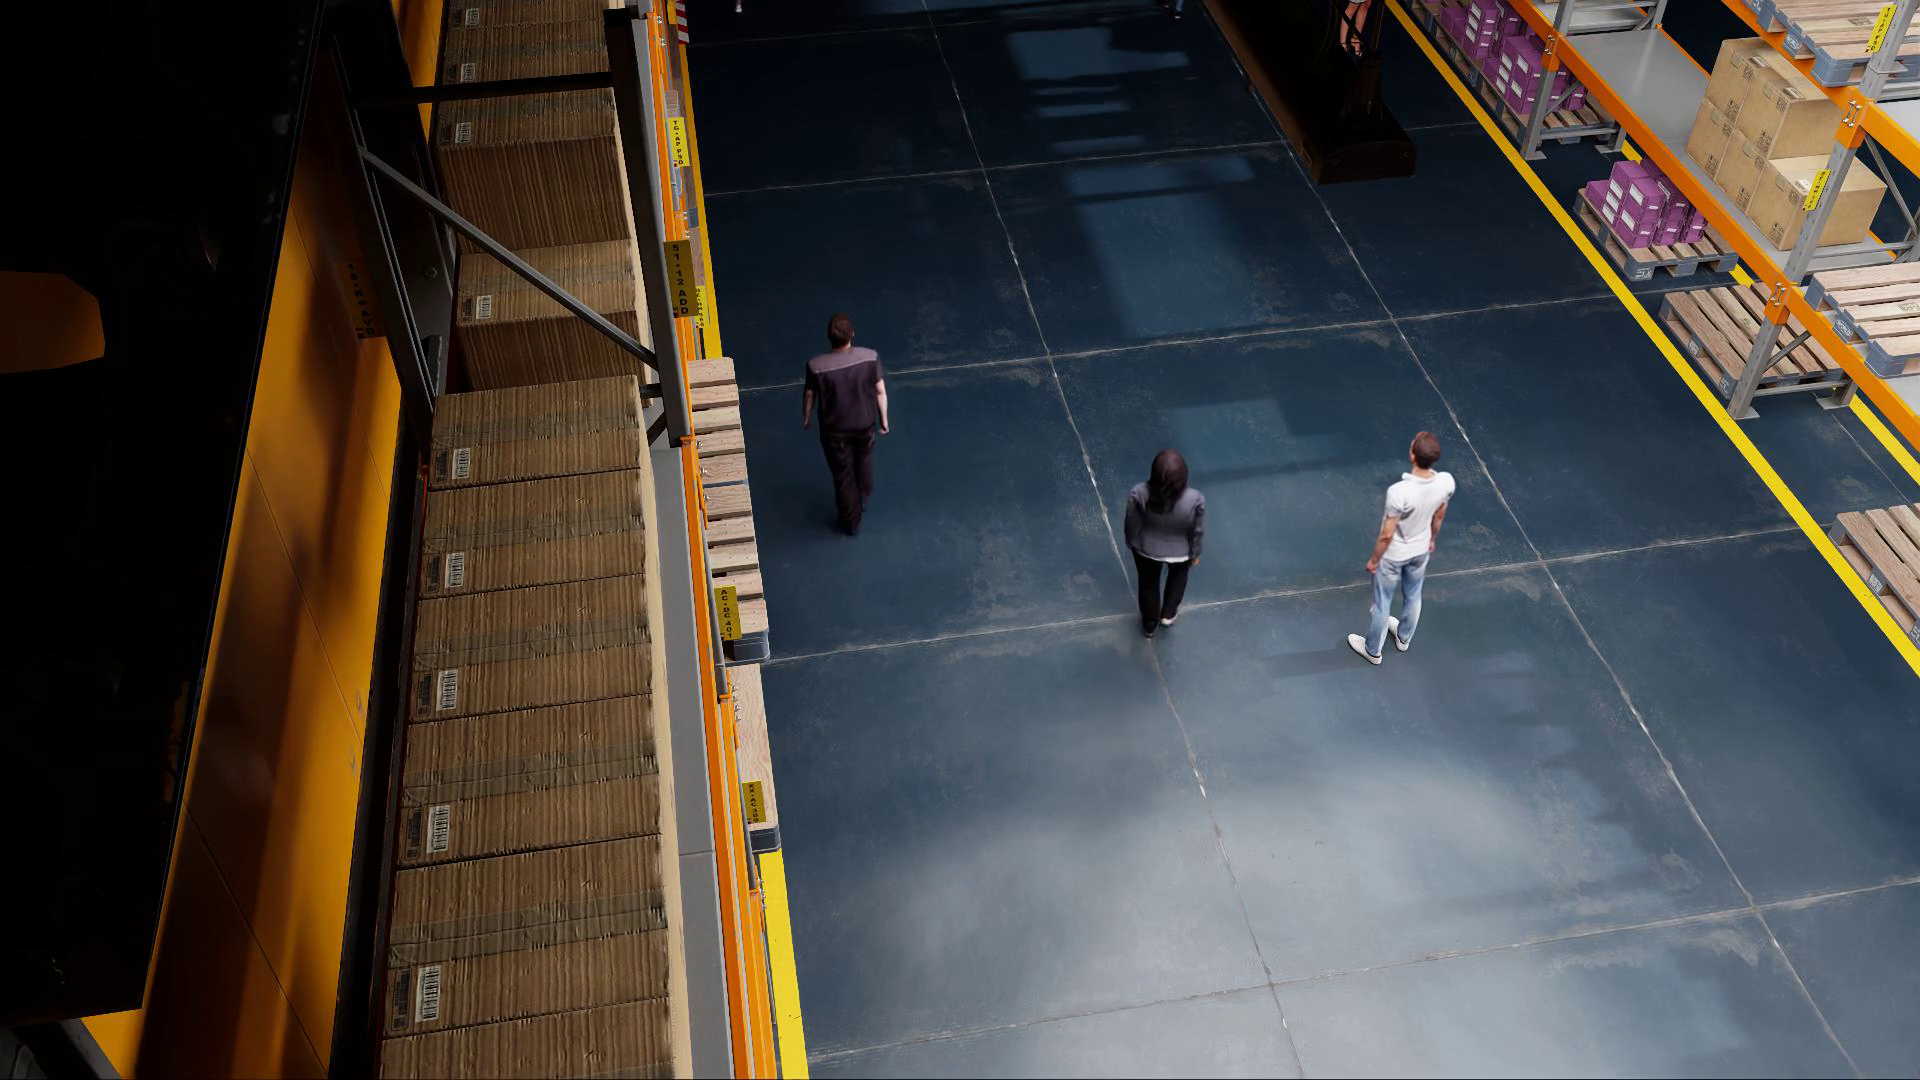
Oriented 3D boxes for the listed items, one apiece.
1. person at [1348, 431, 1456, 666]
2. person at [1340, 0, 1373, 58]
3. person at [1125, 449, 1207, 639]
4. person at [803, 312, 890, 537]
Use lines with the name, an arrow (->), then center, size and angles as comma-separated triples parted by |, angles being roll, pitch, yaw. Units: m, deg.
person -> 2.883, 0.063, 10.808 | 0.707, 1.850, 0.629 | -17, 46, -17
person -> 4.142, -5.772, 16.953 | 0.683, 1.822, 0.675 | -26, 50, -25
person -> 1.342, 0.071, 10.989 | 0.774, 1.589, 0.769 | 6, 44, 7
person -> -0.773, -0.757, 11.681 | 0.759, 1.834, 0.746 | -9, 44, -10
